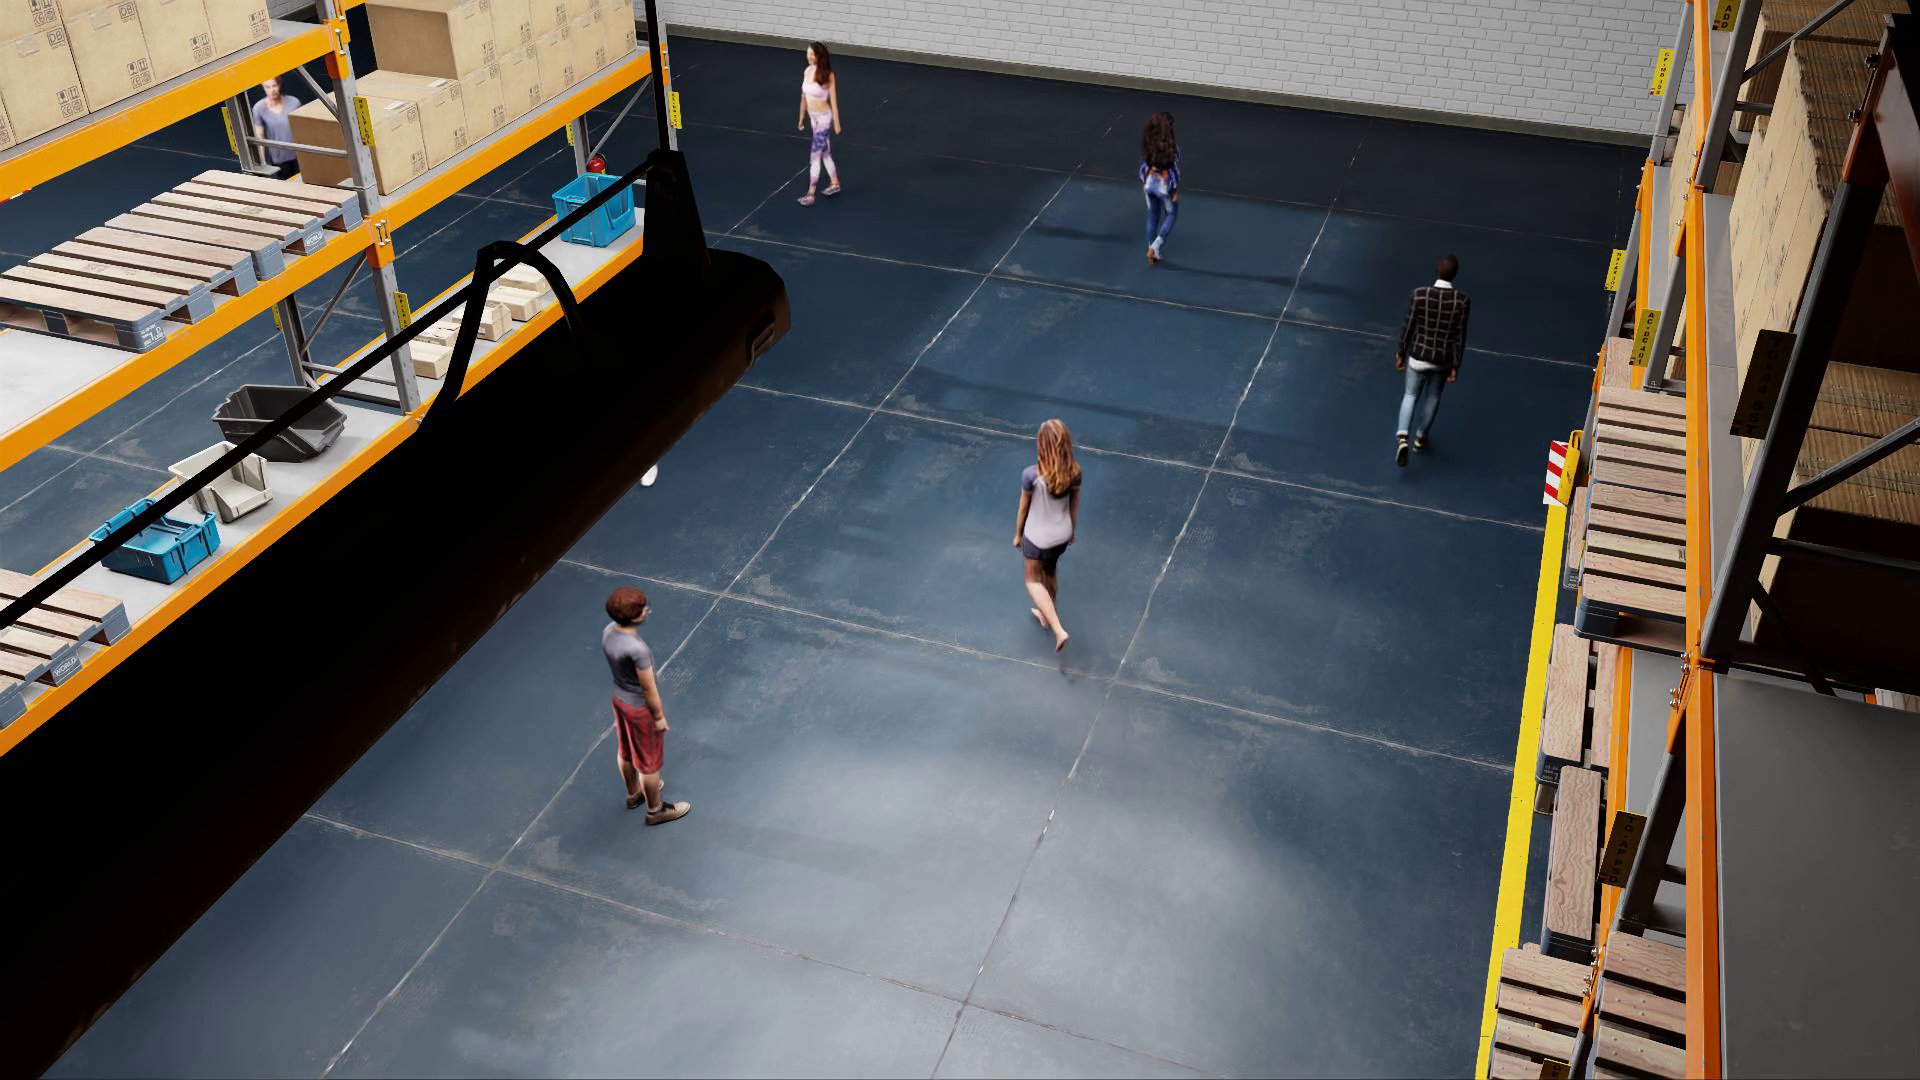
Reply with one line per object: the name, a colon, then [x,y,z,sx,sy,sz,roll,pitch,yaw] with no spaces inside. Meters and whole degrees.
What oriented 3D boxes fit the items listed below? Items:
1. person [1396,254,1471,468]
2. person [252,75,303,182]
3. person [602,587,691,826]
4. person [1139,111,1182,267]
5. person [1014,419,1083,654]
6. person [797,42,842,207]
person: [3.789,-1.425,13.451,0.669,1.803,1.017,12,35,17]
person: [-6.929,-3.941,17.191,1.104,1.852,1.179,-13,36,-19]
person: [-1.941,0.989,9.956,0.670,1.651,0.658,-26,42,-34]
person: [1.986,-3.513,16.764,0.699,1.611,0.696,22,39,29]
person: [0.629,0.010,11.377,0.955,1.708,1.008,-15,36,-21]
person: [-1.472,-4.605,18.291,0.840,1.741,1.055,28,42,35]
